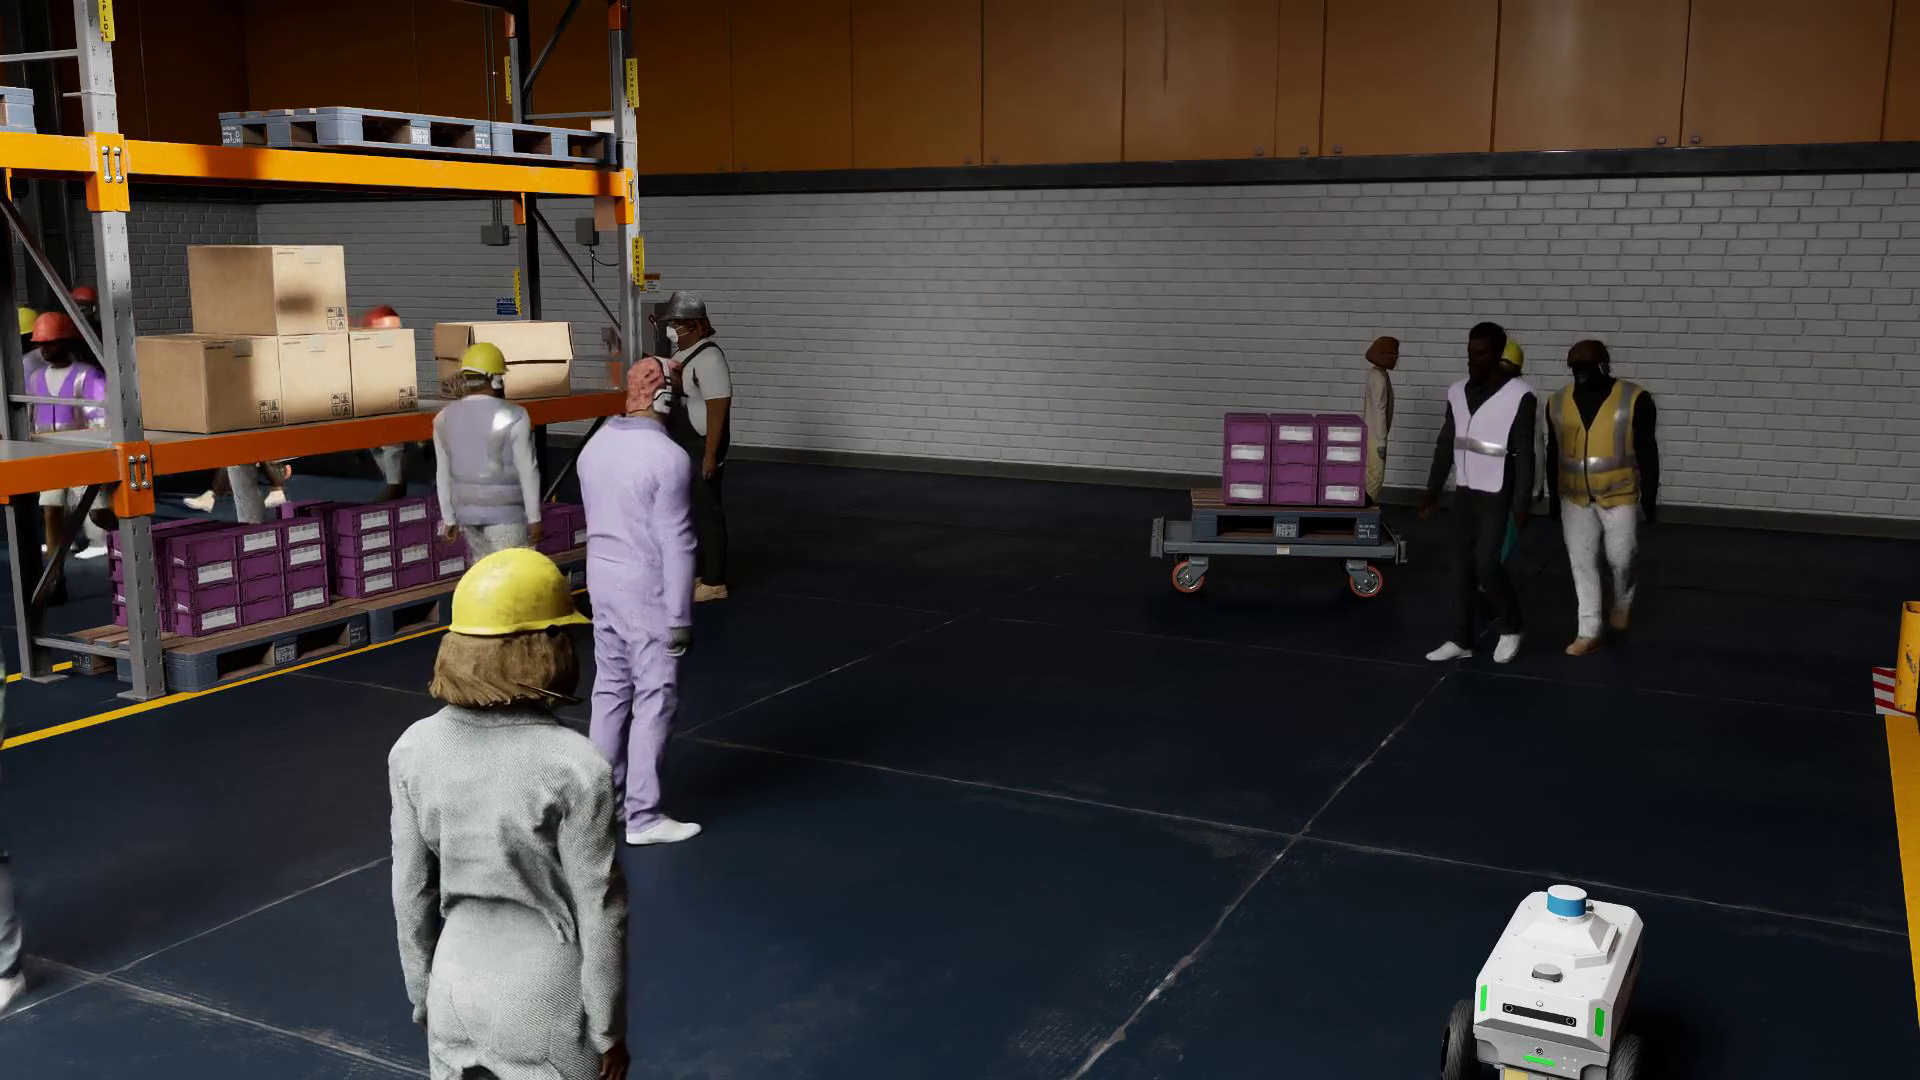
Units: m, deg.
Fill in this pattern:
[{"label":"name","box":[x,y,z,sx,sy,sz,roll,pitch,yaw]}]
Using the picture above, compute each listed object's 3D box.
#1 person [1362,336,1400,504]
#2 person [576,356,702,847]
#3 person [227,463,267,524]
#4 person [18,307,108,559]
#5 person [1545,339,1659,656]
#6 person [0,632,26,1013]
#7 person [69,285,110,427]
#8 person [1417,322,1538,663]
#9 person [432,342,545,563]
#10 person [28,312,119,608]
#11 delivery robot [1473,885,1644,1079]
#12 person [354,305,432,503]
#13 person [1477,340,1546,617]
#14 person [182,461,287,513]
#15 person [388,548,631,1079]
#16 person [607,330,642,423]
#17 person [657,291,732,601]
[{"label":"person","box":[3.343,-0.810,13.271,0.294,1.623,0.508,1,10,8]},{"label":"person","box":[-1.220,0.233,6.479,0.659,1.890,0.407,10,14,44]},{"label":"person","box":[-5.256,-0.738,12.100,0.337,1.882,0.583,-6,12,-33]},{"label":"person","box":[-6.706,-0.778,12.344,0.772,1.877,0.602,0,10,2]},{"label":"person","box":[3.733,-0.266,9.654,0.674,1.803,0.812,8,13,38]},{"label":"person","box":[-3.043,0.628,4.918,0.507,1.633,0.269,2,10,14]},{"label":"person","box":[-8.701,-1.547,16.574,0.613,1.969,0.814,-1,10,-3]},{"label":"person","box":[2.892,-0.255,9.245,0.464,1.911,0.627,-5,11,-27]},{"label":"person","box":[-2.554,-0.155,8.937,0.598,1.810,0.678,4,11,21]},{"label":"person","box":[-5.828,-0.554,10.981,0.545,1.915,0.884,1,10,6]},{"label":"delivery robot","box":[1.643,1.186,4.537,0.477,0.478,0.707,5,11,28]},{"label":"person","box":[-4.212,-0.741,12.080,0.539,1.912,0.887,5,11,29]},{"label":"person","box":[3.412,-0.399,10.556,0.538,1.732,0.809,7,12,34]},{"label":"person","box":[-6.446,-1.082,14.722,0.875,1.648,0.538,-4,11,-24]},{"label":"person","box":[-0.829,0.879,3.157,0.488,1.741,0.316,4,10,21]},{"label":"person","box":[-3.160,-1.205,15.627,0.521,1.599,0.853,7,12,36]},{"label":"person","box":[-1.793,-0.620,10.963,0.535,2.000,0.688,-5,11,-28]}]
